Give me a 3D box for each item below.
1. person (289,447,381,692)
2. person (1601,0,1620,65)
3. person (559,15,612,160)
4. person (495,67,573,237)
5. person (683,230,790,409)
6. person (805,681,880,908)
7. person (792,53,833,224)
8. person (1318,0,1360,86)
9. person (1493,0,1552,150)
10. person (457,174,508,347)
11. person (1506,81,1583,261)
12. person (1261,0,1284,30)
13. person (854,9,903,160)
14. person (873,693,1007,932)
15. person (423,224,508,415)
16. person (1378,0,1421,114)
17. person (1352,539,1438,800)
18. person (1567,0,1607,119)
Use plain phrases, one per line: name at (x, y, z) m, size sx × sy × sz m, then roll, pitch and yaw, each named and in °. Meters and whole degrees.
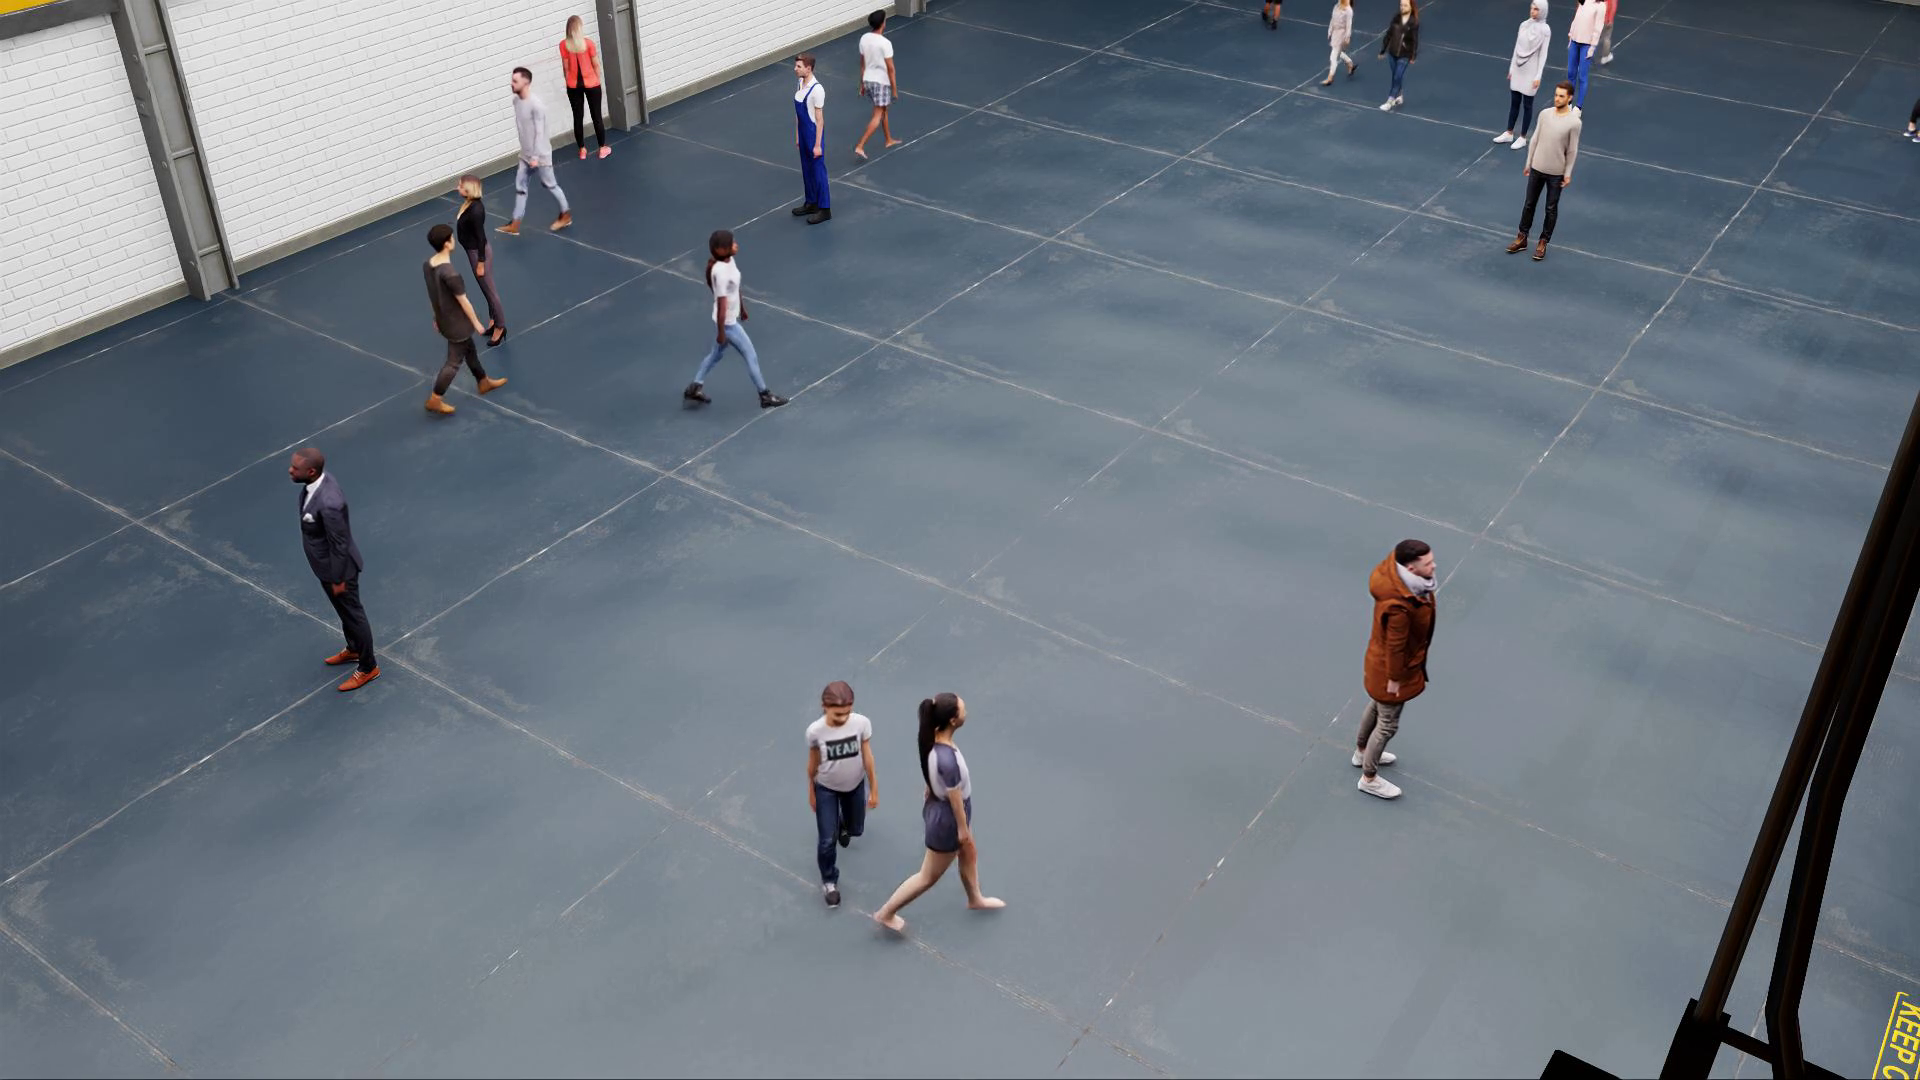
person at (-4.245, 0.160, 11.288) m, size 0.758 × 1.824 × 0.778 m, roll -18°, pitch 38°, yaw -25°
person at (8.689, -7.090, 22.589) m, size 0.992 × 1.387 × 0.686 m, roll -25°, pitch 41°, yaw -32°
person at (-4.469, -5.372, 19.728) m, size 0.680 × 1.693 × 0.709 m, roll 0°, pitch 34°, yaw 0°
person at (-4.473, -4.147, 17.793) m, size 0.754 × 1.795 × 1.138 m, roll 26°, pitch 41°, yaw 33°
person at (-2.108, -1.880, 14.492) m, size 1.134 × 1.673 × 1.150 m, roll -2°, pitch 34°, yaw -3°
person at (-0.704, 1.385, 9.697) m, size 0.857 × 1.544 × 0.892 m, roll -5°, pitch 34°, yaw -8°
person at (-1.619, -4.396, 18.118) m, size 0.686 × 1.850 × 0.705 m, roll -21°, pitch 39°, yaw -28°
person at (5.104, -6.708, 22.099) m, size 0.938 × 1.294 × 0.812 m, roll -12°, pitch 35°, yaw -18°
person at (6.833, -5.621, 20.029) m, size 0.668 × 1.775 × 0.682 m, roll -19°, pitch 38°, yaw -26°
person at (-4.491, -2.641, 15.640) m, size 0.702 × 1.671 × 0.677 m, roll -11°, pitch 35°, yaw -17°
person at (6.129, -3.858, 17.293) m, size 0.676 × 1.868 × 0.609 m, roll 26°, pitch 42°, yaw 34°
person at (4.609, -8.072, 24.204) m, size 0.757 × 1.235 × 0.870 m, roll -1°, pitch 34°, yaw -1°
person at (-1.030, -5.365, 19.713) m, size 0.766 × 1.700 × 1.131 m, roll 28°, pitch 43°, yaw 35°
person at (-0.172, 1.586, 9.334) m, size 1.078 × 1.613 × 1.024 m, roll -4°, pitch 34°, yaw -6°
person at (-4.479, -1.889, 14.495) m, size 1.139 × 1.687 × 0.818 m, roll -24°, pitch 41°, yaw -32°
person at (5.657, -6.227, 21.233) m, size 0.945 × 1.451 × 0.713 m, roll -25°, pitch 41°, yaw -33°
person at (2.691, 0.769, 10.360) m, size 0.895 × 1.837 × 0.799 m, roll 4°, pitch 34°, yaw 6°
person at (7.841, -6.208, 20.918) m, size 0.747 × 1.768 × 0.732 m, roll -11°, pitch 35°, yaw -17°
